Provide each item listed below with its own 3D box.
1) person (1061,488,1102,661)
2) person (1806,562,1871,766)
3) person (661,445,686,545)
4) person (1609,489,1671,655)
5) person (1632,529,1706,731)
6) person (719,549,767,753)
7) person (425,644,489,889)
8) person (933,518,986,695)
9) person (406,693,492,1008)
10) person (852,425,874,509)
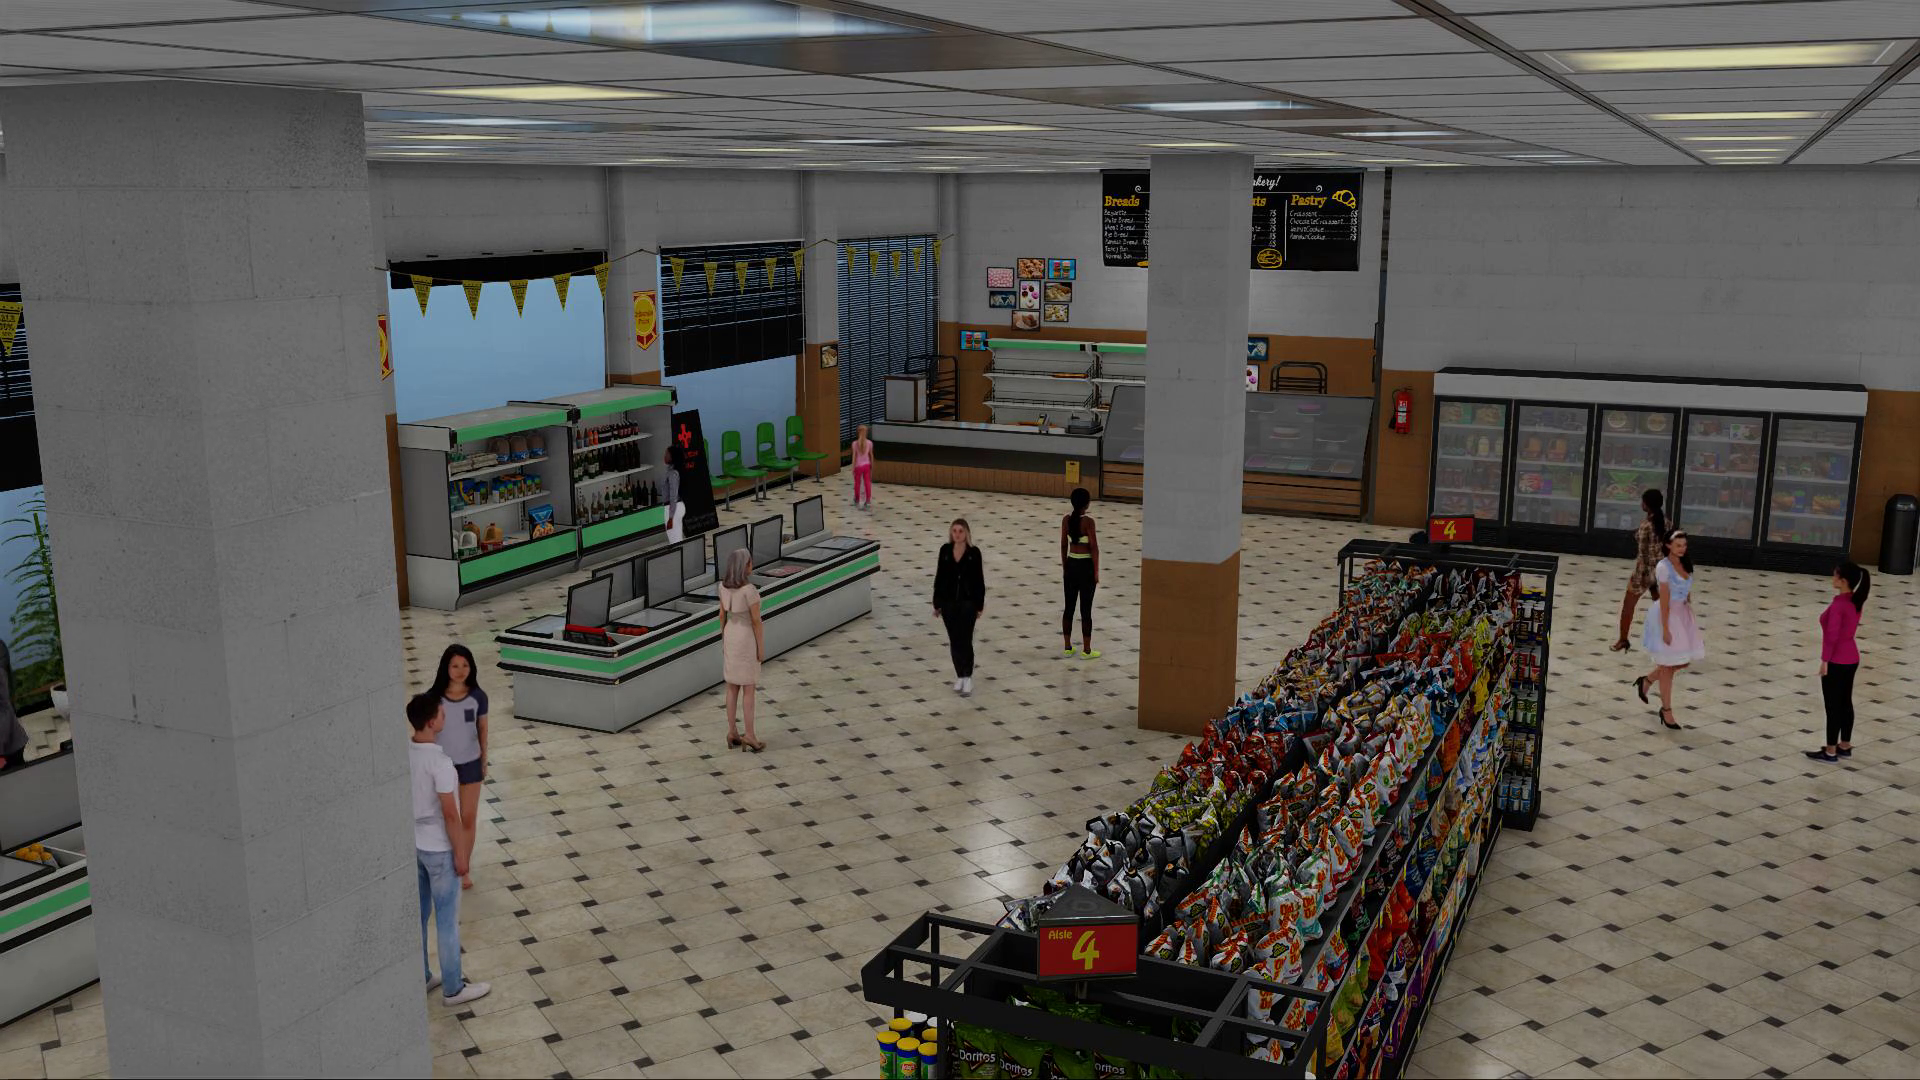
[{"bbox_3d":[1.208,0.337,16.884,0.580,1.755,0.546,7,14,32],"label":"person"},{"bbox_3d":[7.323,1.013,13.807,0.628,1.700,0.726,-9,15,-37],"label":"person"},{"bbox_3d":[-3.424,-0.287,19.931,0.735,1.722,0.607,0,12,-2],"label":"person"},{"bbox_3d":[6.974,0.399,16.601,1.087,1.751,1.080,-6,13,-25],"label":"person"},{"bbox_3d":[6.191,0.777,14.702,0.950,1.794,0.975,-7,14,-31],"label":"person"},{"bbox_3d":[-1.855,0.927,14.131,0.635,1.735,0.601,8,14,34],"label":"person"},{"bbox_3d":[-3.459,1.521,11.415,0.812,1.692,0.871,-4,13,-18],"label":"person"},{"bbox_3d":[0.011,0.609,15.799,0.663,1.671,0.671,3,12,16],"label":"person"},{"bbox_3d":[-3.092,1.799,9.713,0.686,1.850,0.610,8,14,34],"label":"person"},{"bbox_3d":[-1.435,-1.081,24.848,0.849,1.248,0.954,-3,12,-15],"label":"person"}]
